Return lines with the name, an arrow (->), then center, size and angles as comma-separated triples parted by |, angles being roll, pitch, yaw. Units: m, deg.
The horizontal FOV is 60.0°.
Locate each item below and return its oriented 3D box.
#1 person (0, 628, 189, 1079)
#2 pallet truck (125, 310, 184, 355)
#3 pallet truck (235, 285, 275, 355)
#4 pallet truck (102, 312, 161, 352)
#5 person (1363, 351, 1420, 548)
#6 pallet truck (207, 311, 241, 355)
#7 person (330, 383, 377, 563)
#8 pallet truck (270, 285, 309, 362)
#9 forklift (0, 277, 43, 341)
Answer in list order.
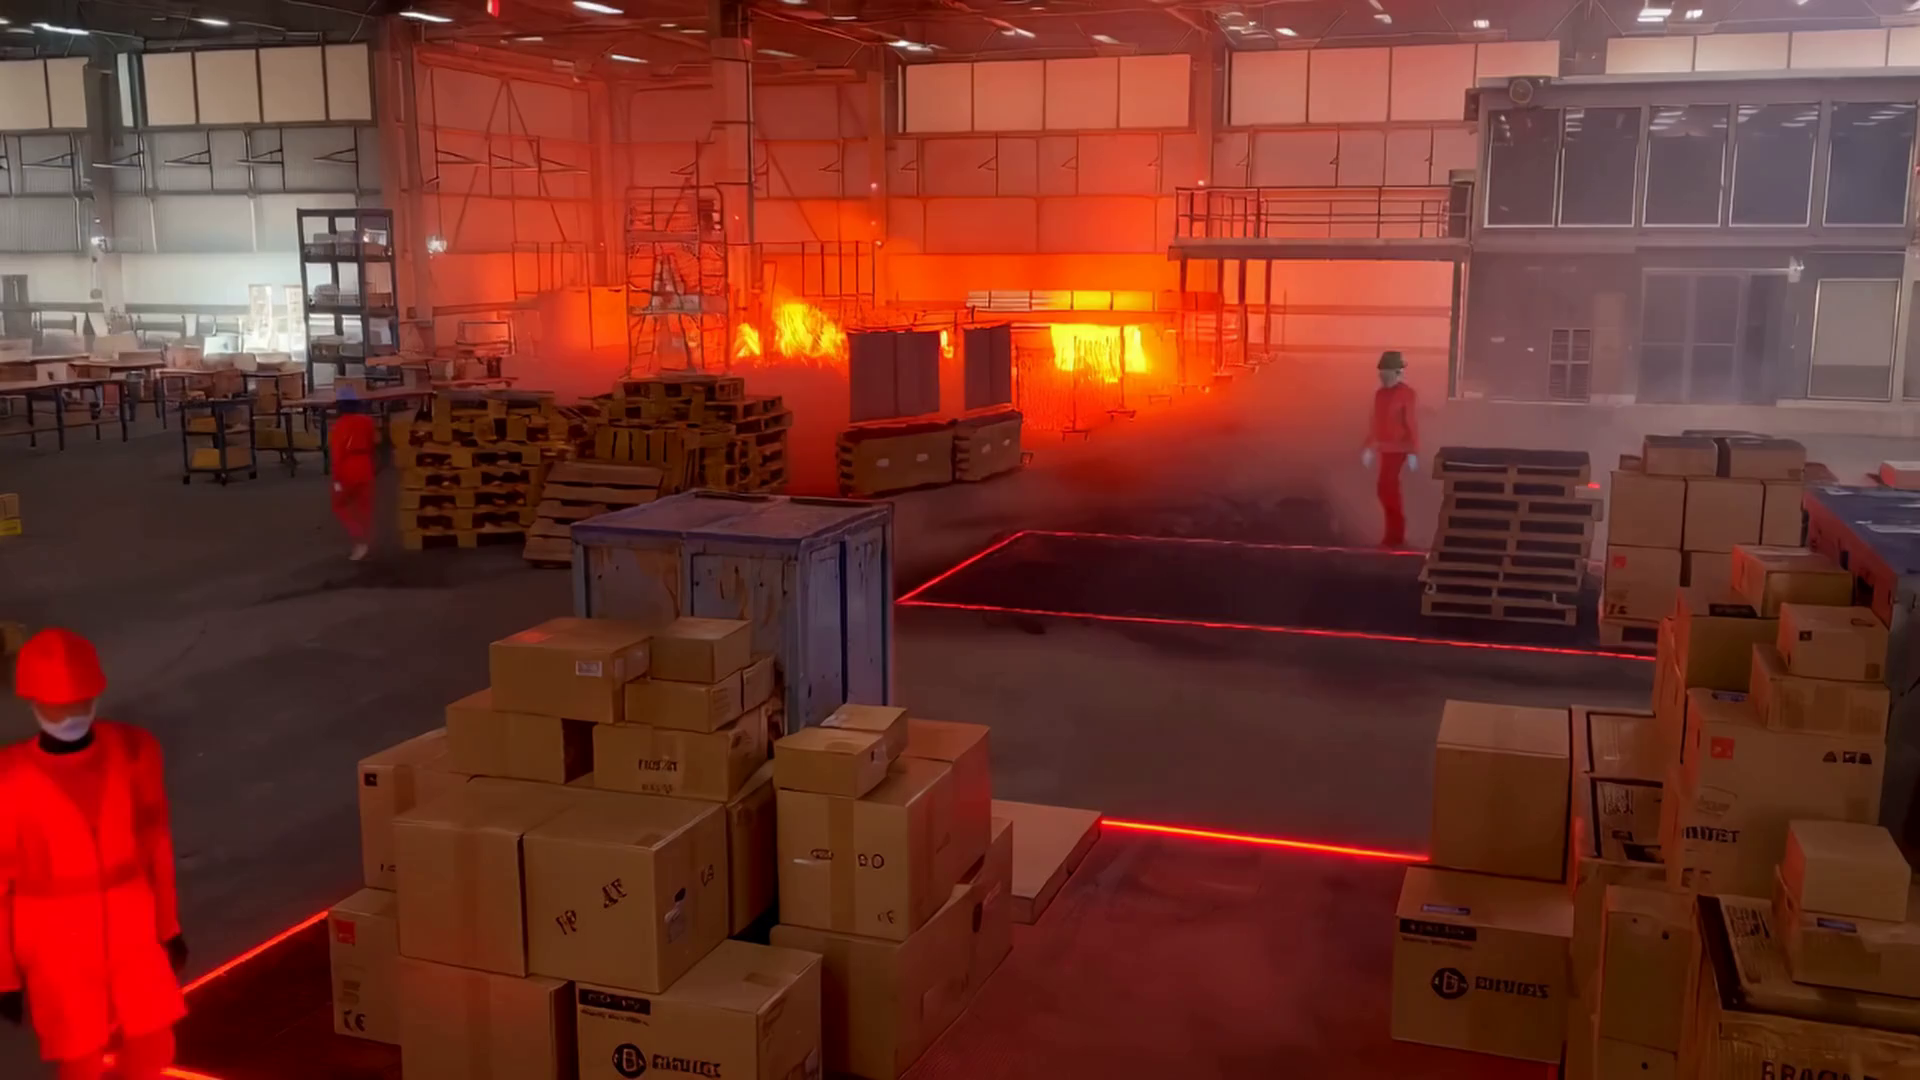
person -> -2.668, 1.189, 5.052 | 0.523, 1.927, 0.555 | 9, 13, 41
pallet truck -> -22.038, -5.665, 45.457 | 0.704, 1.261, 1.522 | 3, 11, 17
pallet truck -> -18.327, -5.835, 44.421 | 0.823, 1.965, 1.885 | 4, 11, 23
pallet truck -> -23.057, -5.777, 46.261 | 0.680, 1.201, 1.601 | 3, 11, 19
person -> 4.298, -0.901, 16.698 | 0.602, 1.973, 0.613 | -3, 10, -15
pallet truck -> -19.537, -5.575, 44.913 | 0.653, 1.274, 1.630 | 3, 11, 19
person -> -5.778, -0.628, 15.836 | 0.362, 1.731, 0.489 | 9, 13, 40
pallet truck -> -17.147, -5.700, 43.663 | 0.823, 1.965, 1.885 | 3, 11, 17
forklift -> -27.151, -6.329, 46.328 | 1.157, 1.987, 2.680 | 3, 11, 17
